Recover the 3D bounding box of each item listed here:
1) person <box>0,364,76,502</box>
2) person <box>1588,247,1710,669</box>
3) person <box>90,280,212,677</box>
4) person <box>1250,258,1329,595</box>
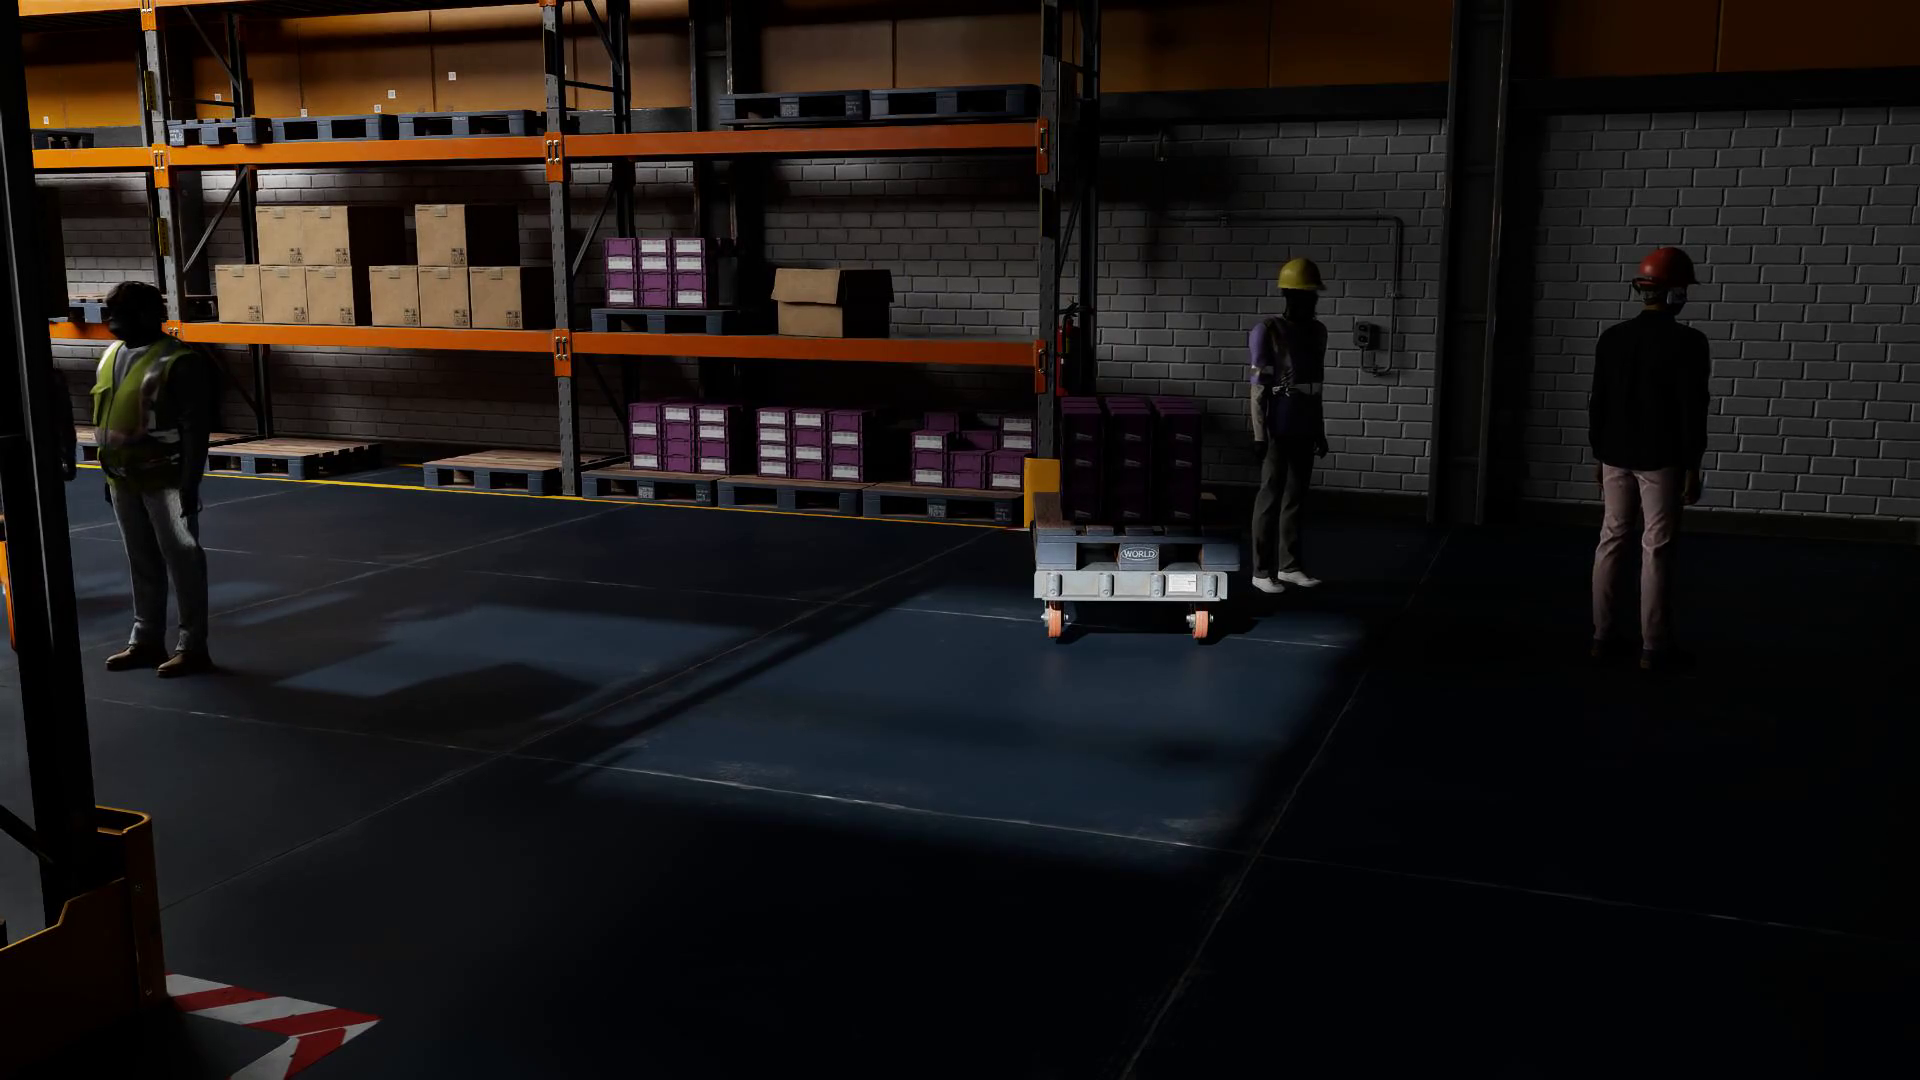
[{"bbox_3d":[-5.272,-0.447,9.338,0.709,1.617,0.523,8,13,36],"label":"person"},{"bbox_3d":[3.292,-0.389,7.951,0.393,1.995,0.612,-6,12,-30],"label":"person"},{"bbox_3d":[-3.792,-0.282,7.785,0.619,1.845,0.430,5,11,25],"label":"person"},{"bbox_3d":[1.924,-0.653,9.619,0.595,1.923,0.377,-8,13,-37],"label":"person"}]
